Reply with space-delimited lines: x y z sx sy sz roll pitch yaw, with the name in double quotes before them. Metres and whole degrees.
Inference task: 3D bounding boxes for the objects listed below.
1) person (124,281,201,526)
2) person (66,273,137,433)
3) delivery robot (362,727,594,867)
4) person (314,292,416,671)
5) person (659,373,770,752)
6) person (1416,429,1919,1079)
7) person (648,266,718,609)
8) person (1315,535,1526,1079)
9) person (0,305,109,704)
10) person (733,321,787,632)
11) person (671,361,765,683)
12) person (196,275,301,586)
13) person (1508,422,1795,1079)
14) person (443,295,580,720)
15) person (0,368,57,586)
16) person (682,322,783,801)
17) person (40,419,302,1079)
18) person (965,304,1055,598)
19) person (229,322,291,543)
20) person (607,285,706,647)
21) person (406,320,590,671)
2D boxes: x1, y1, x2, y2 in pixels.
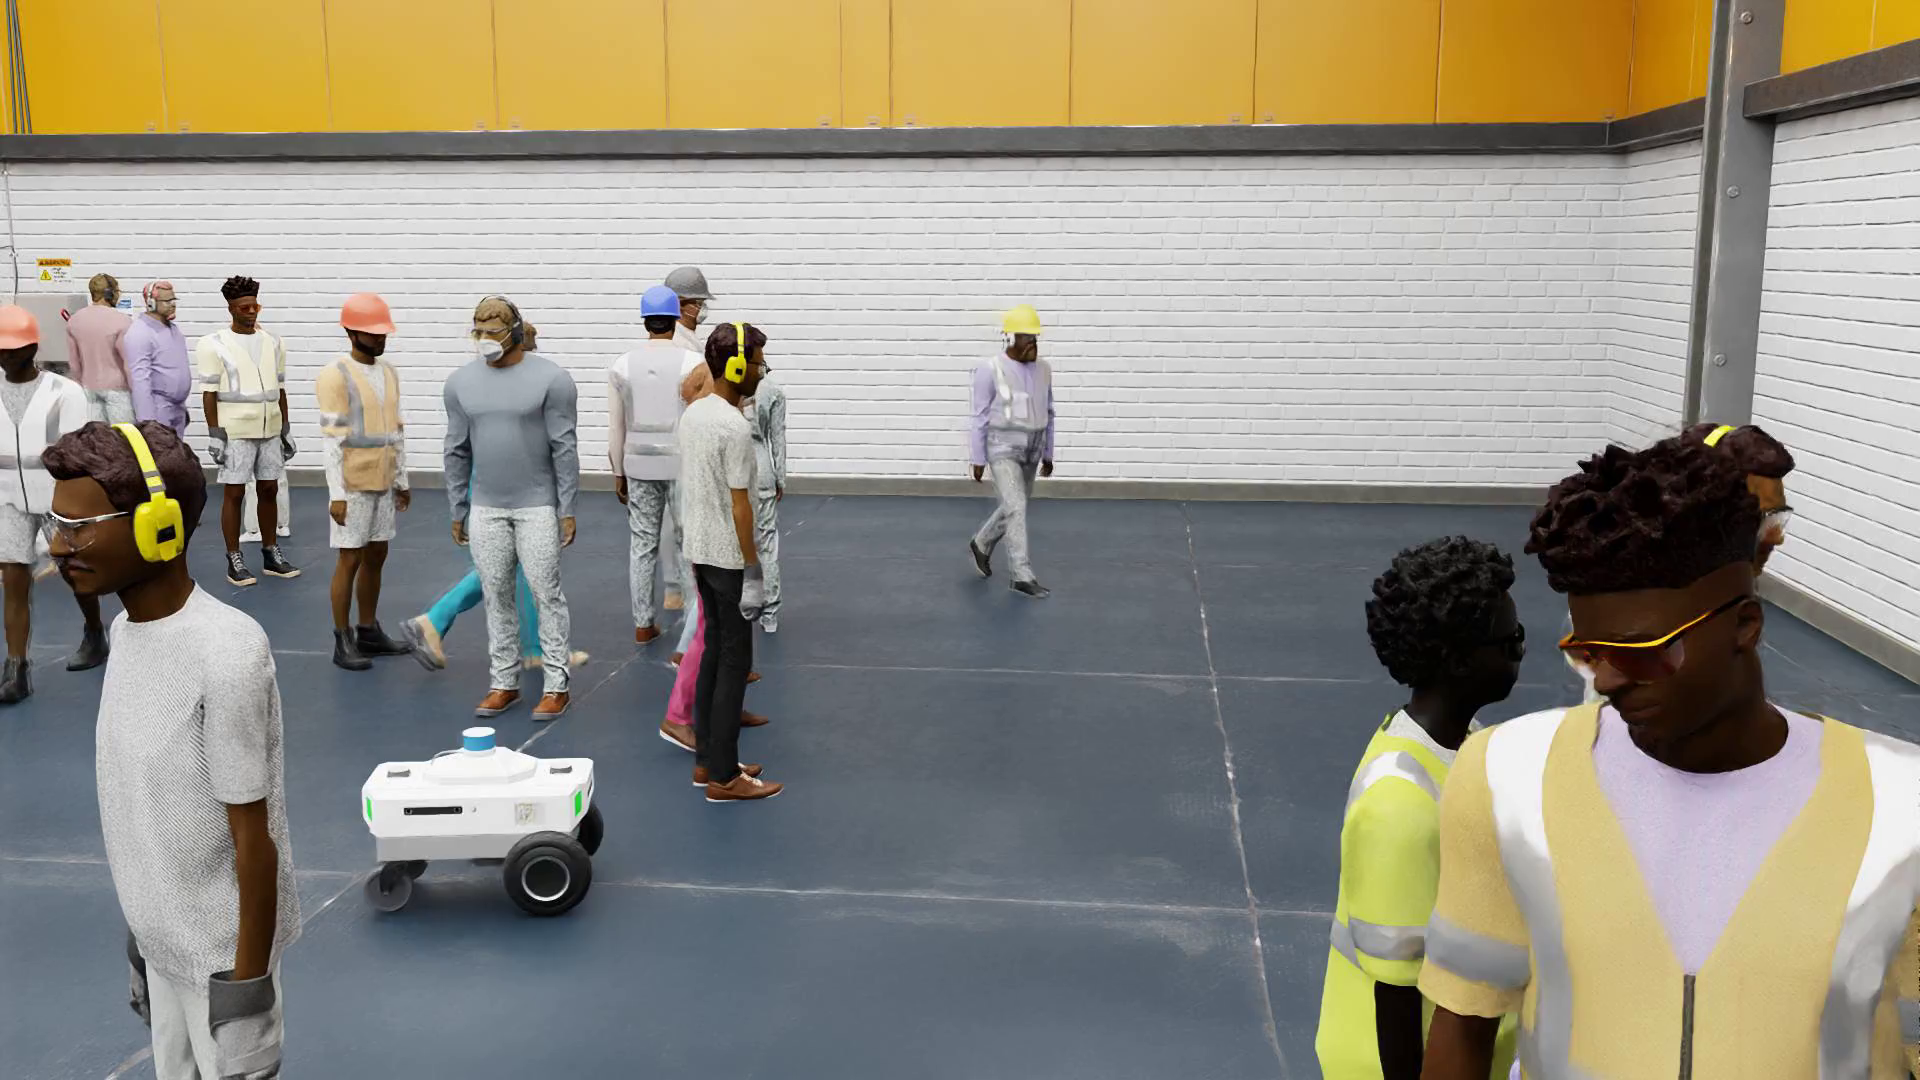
"person" -5.988 -0.990 12.523 0.401 1.897 0.651 0 10 1
"person" -6.952 -1.205 13.602 0.637 1.936 0.356 3 10 16
"delivery robot" -1.572 0.859 5.456 0.707 0.478 0.477 -1 11 -7
"person" -3.001 -0.297 8.476 0.428 1.922 0.578 4 11 21
"person" -1.068 0.068 7.200 0.405 1.632 0.663 0 10 -2
"person" 0.831 0.848 1.884 0.685 1.925 0.711 6 11 30
"person" -1.605 -0.617 9.943 0.536 2.000 0.688 -1 10 -6
"person" 0.732 0.831 2.628 0.317 1.699 0.537 4 11 23
"person" -4.464 -0.204 8.084 0.565 1.879 0.993 -1 10 -7
"person" -1.204 -0.339 9.230 0.485 1.736 0.322 -4 11 -21
"person" -1.161 -0.070 8.050 0.363 1.605 0.534 -6 12 -33
"person" -4.544 -0.703 10.652 0.367 1.966 0.607 6 12 33
"person" 1.344 0.667 3.245 0.531 1.819 0.977 -9 13 -41
"person" -2.032 -0.143 7.562 0.637 1.930 0.373 1 10 8
"person" -5.946 -0.610 10.392 0.518 1.869 0.600 -3 10 -17
"person" -0.887 0.092 6.428 0.346 1.855 0.533 -6 11 -29
"person" -1.287 0.723 2.803 0.510 1.861 0.324 9 13 42
"person" 0.292 -0.576 10.419 0.604 1.805 0.843 -8 13 -40
"person" -5.120 -0.794 12.112 0.308 1.639 0.510 6 11 30
"person" -1.570 -0.379 8.887 0.611 1.939 0.417 1 10 7
"person" -2.304 -0.198 8.223 0.814 1.811 0.529 -4 11 -23
